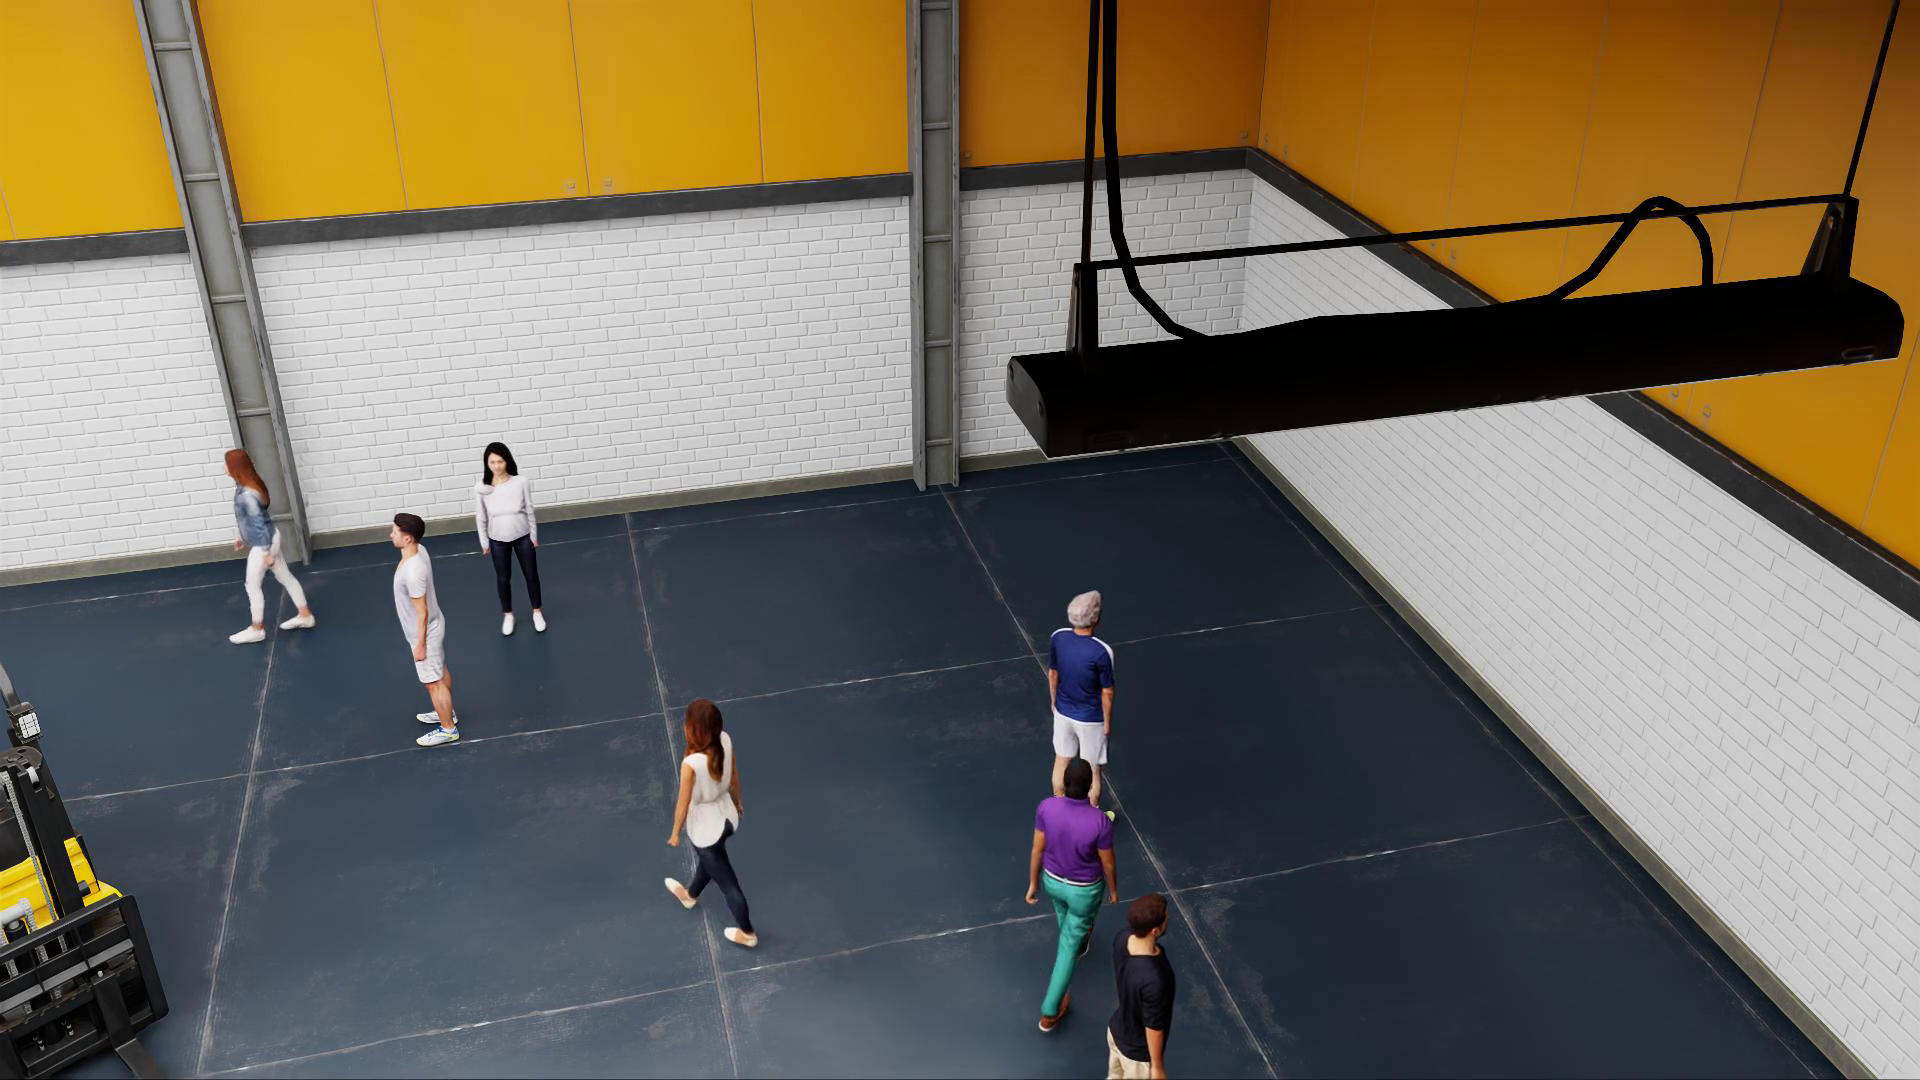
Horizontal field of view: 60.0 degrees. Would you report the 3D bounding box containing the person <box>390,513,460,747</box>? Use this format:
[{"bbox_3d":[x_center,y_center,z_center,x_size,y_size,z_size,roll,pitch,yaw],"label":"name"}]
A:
[{"bbox_3d":[-3.907,0.635,12.134,0.533,1.855,0.674,-7,29,-13],"label":"person"}]

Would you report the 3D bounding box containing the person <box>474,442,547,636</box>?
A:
[{"bbox_3d":[-3.648,-0.030,13.514,0.461,1.701,0.662,-8,30,-14],"label":"person"}]

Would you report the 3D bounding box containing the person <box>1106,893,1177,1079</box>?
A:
[{"bbox_3d":[0.902,2.577,8.577,0.553,1.851,0.642,-9,30,-15],"label":"person"}]

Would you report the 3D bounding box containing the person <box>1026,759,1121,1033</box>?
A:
[{"bbox_3d":[0.613,2.077,9.628,1.150,1.723,1.190,14,32,24],"label":"person"}]

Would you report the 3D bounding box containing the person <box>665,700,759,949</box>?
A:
[{"bbox_3d":[-1.425,1.780,10.138,1.088,1.755,1.029,15,32,26],"label":"person"}]

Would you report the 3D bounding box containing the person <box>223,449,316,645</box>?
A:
[{"bbox_3d":[-5.525,0.026,13.438,0.874,1.674,0.633,-8,30,-14],"label":"person"}]

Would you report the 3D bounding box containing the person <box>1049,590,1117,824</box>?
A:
[{"bbox_3d":[0.816,1.156,11.195,0.712,1.838,0.756,18,34,30],"label":"person"}]
